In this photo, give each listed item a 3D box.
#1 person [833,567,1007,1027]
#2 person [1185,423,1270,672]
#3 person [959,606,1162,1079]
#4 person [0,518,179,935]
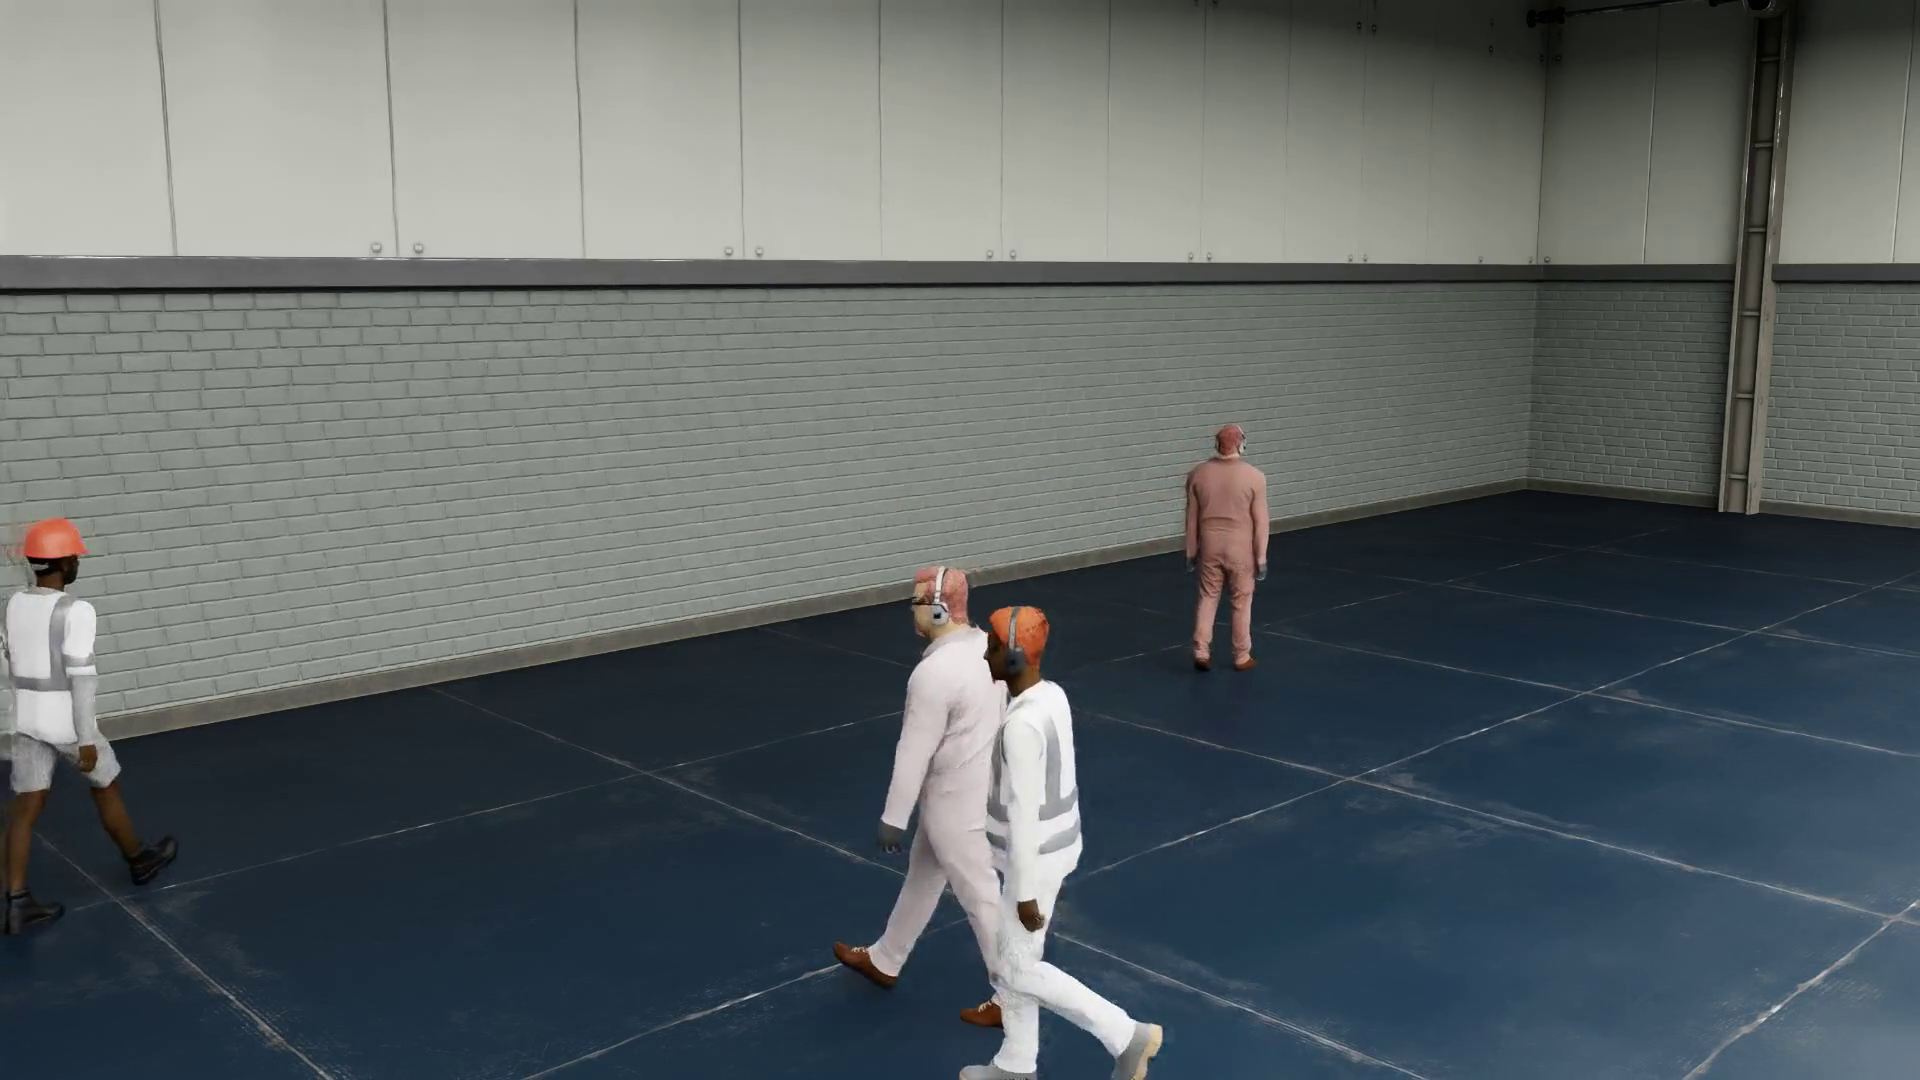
[{"bbox_3d":[-0.115,1.035,6.730,0.982,1.857,0.662,3,10,16],"label":"person"},{"bbox_3d":[2.026,0.069,12.608,0.659,1.919,0.443,5,11,30],"label":"person"},{"bbox_3d":[0.354,1.154,5.976,0.685,1.865,0.586,2,9,14],"label":"person"},{"bbox_3d":[-4.216,0.832,7.880,0.569,1.882,0.976,3,10,17],"label":"person"}]
